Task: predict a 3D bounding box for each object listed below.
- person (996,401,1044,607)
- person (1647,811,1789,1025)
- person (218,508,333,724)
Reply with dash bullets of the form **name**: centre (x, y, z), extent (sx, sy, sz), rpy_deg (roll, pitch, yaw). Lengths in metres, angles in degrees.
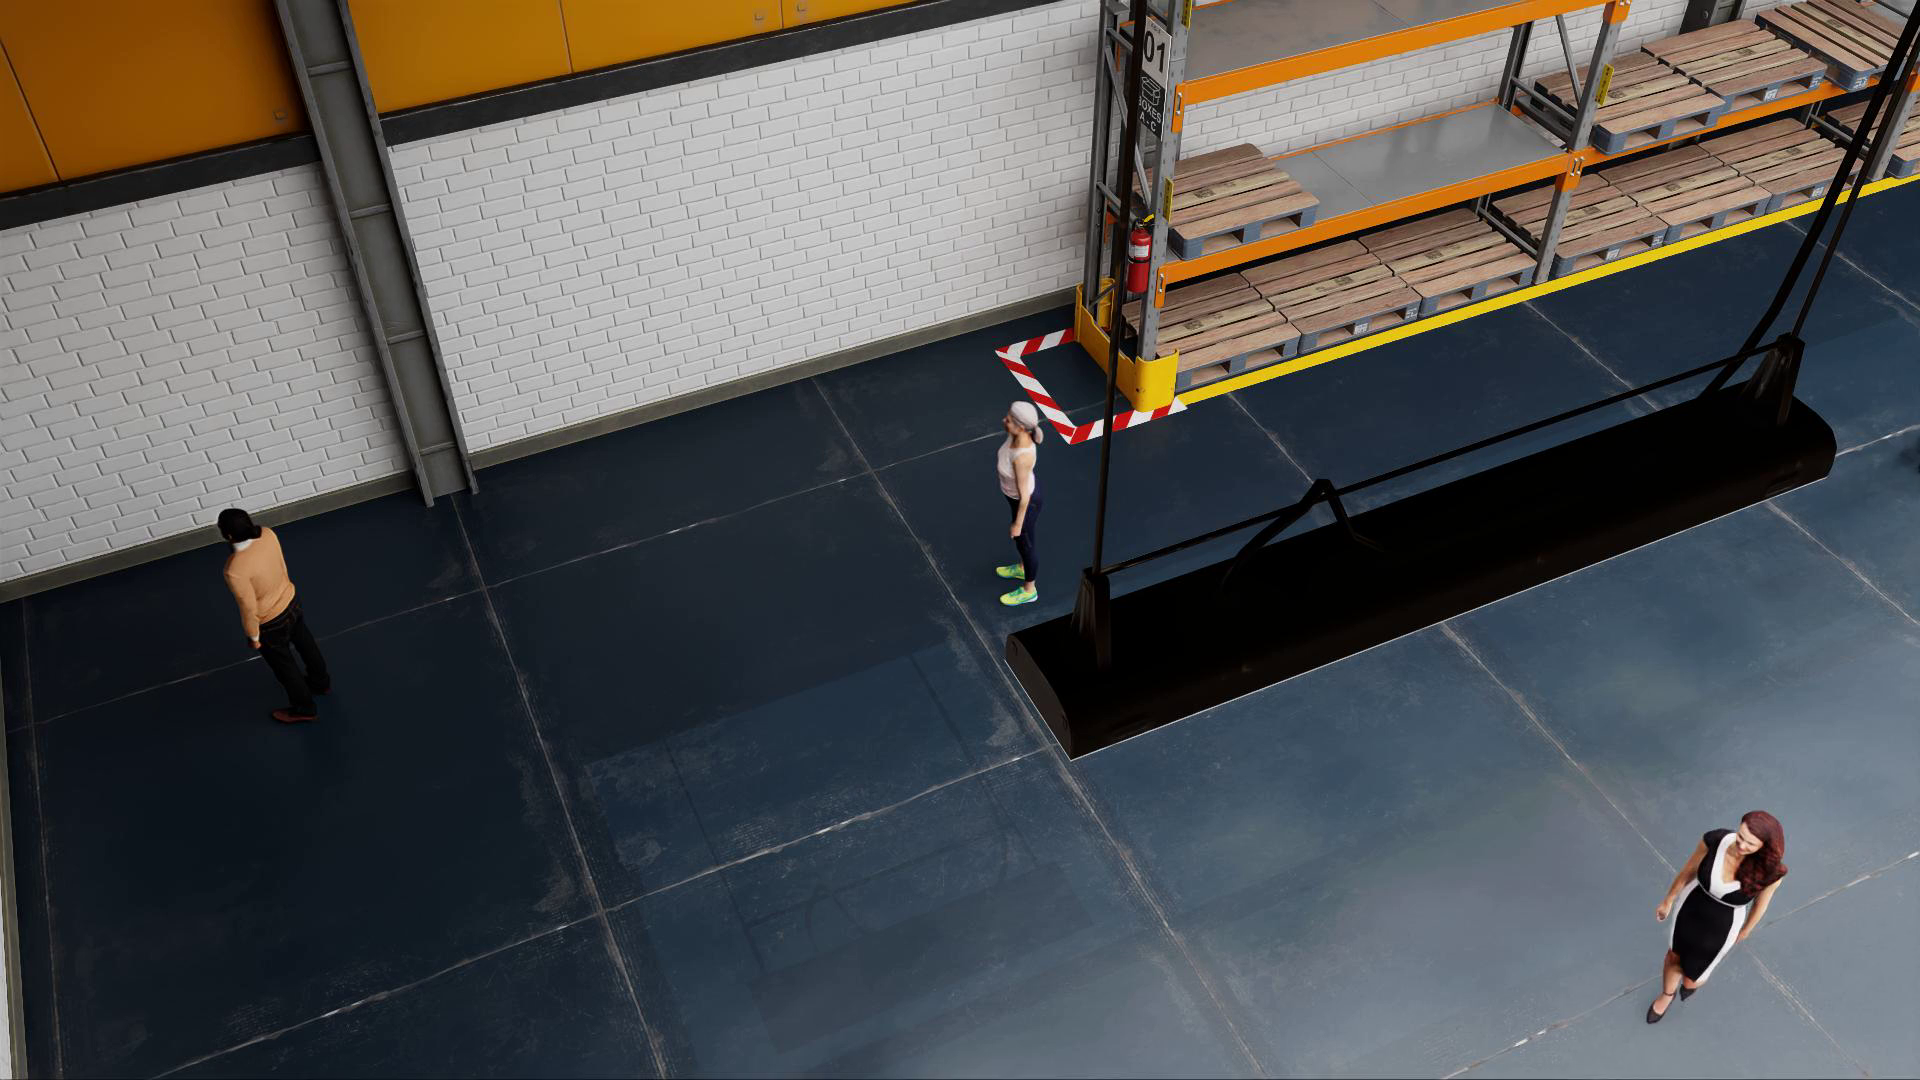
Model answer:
- **person**: centre (0.428, -0.262, 11.282), extent (0.663, 1.701, 0.668), rpy_deg (-1, 44, -1)
- **person**: centre (4.014, 1.980, 8.868), extent (0.755, 1.785, 0.688), rpy_deg (-33, 52, -30)
- **person**: centre (-4.337, 0.458, 10.488), extent (0.781, 1.754, 0.756), rpy_deg (7, 44, 7)
